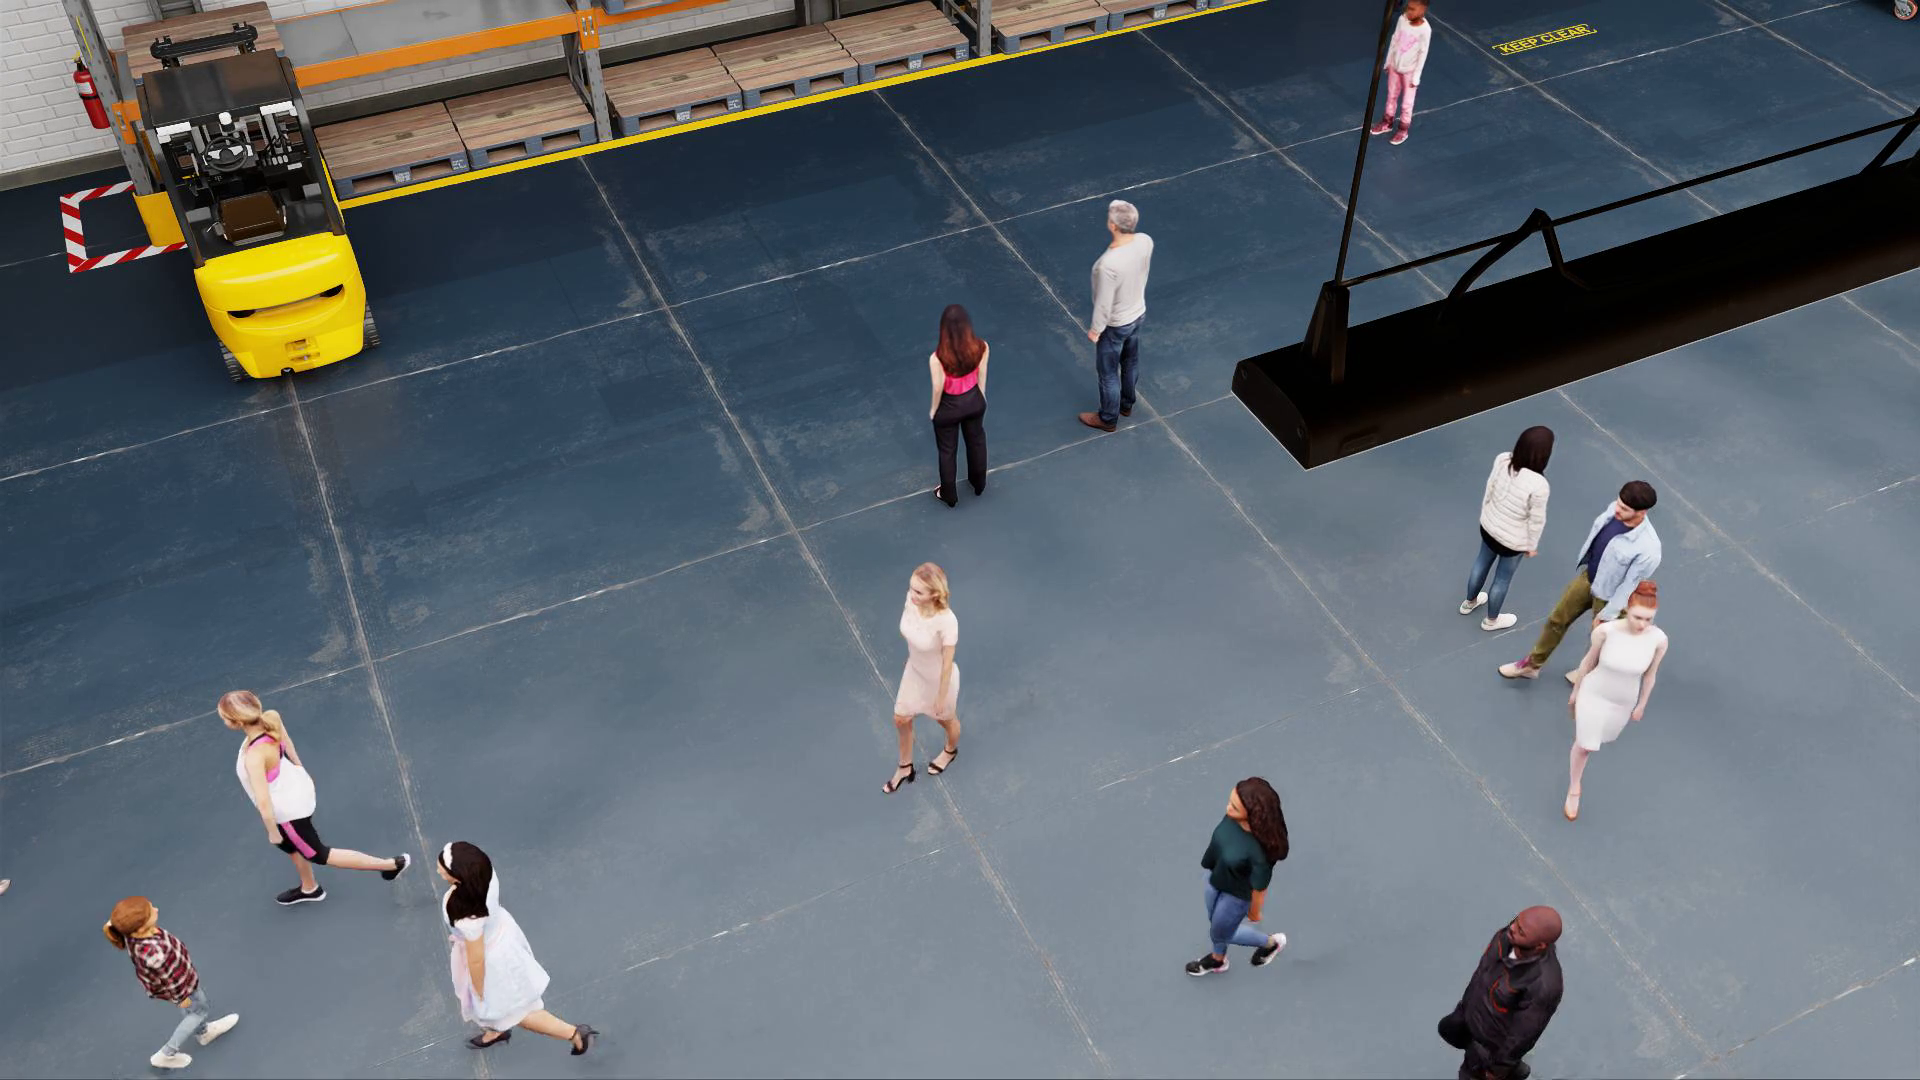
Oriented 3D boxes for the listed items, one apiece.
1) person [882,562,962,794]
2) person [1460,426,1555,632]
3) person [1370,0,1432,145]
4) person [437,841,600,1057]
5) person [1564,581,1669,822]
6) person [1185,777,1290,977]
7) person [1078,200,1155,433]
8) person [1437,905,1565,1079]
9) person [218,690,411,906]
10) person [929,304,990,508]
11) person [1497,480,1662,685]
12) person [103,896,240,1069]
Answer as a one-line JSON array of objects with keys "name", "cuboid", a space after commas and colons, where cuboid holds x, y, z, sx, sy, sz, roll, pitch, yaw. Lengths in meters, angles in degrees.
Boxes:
[{"name": "person", "cuboid": [-0.091, 0.758, 9.722, 0.855, 1.814, 0.726, -32, 52, -29]}, {"name": "person", "cuboid": [3.537, -0.084, 10.733, 0.566, 1.638, 0.629, -22, 48, -21]}, {"name": "person", "cuboid": [4.135, -4.408, 15.411, 0.569, 1.447, 0.592, -28, 50, -26]}, {"name": "person", "cuboid": [-2.274, 2.096, 8.324, 1.065, 1.804, 0.888, -2, 44, -2]}, {"name": "person", "cuboid": [3.760, 0.860, 9.646, 1.006, 1.771, 1.005, 10, 44, 10]}, {"name": "person", "cuboid": [1.523, 1.798, 8.782, 0.825, 1.604, 0.689, -8, 44, -8]}, {"name": "person", "cuboid": [1.166, -1.633, 12.162, 0.879, 1.911, 0.733, 30, 51, 28]}, {"name": "person", "cuboid": [2.716, 2.327, 8.075, 0.932, 1.813, 0.851, -3, 44, -3]}, {"name": "person", "cuboid": [-3.550, 1.444, 9.043, 1.104, 1.758, 0.826, -2, 44, -2]}, {"name": "person", "cuboid": [-0.012, -0.941, 11.615, 0.448, 1.663, 0.642, -20, 47, -19]}, {"name": "person", "cuboid": [4.061, 0.301, 10.224, 1.051, 1.784, 0.838, -7, 44, -7]}, {"name": "person", "cuboid": [-4.104, 2.274, 8.505, 0.762, 1.296, 0.643, -33, 53, -30]}]
